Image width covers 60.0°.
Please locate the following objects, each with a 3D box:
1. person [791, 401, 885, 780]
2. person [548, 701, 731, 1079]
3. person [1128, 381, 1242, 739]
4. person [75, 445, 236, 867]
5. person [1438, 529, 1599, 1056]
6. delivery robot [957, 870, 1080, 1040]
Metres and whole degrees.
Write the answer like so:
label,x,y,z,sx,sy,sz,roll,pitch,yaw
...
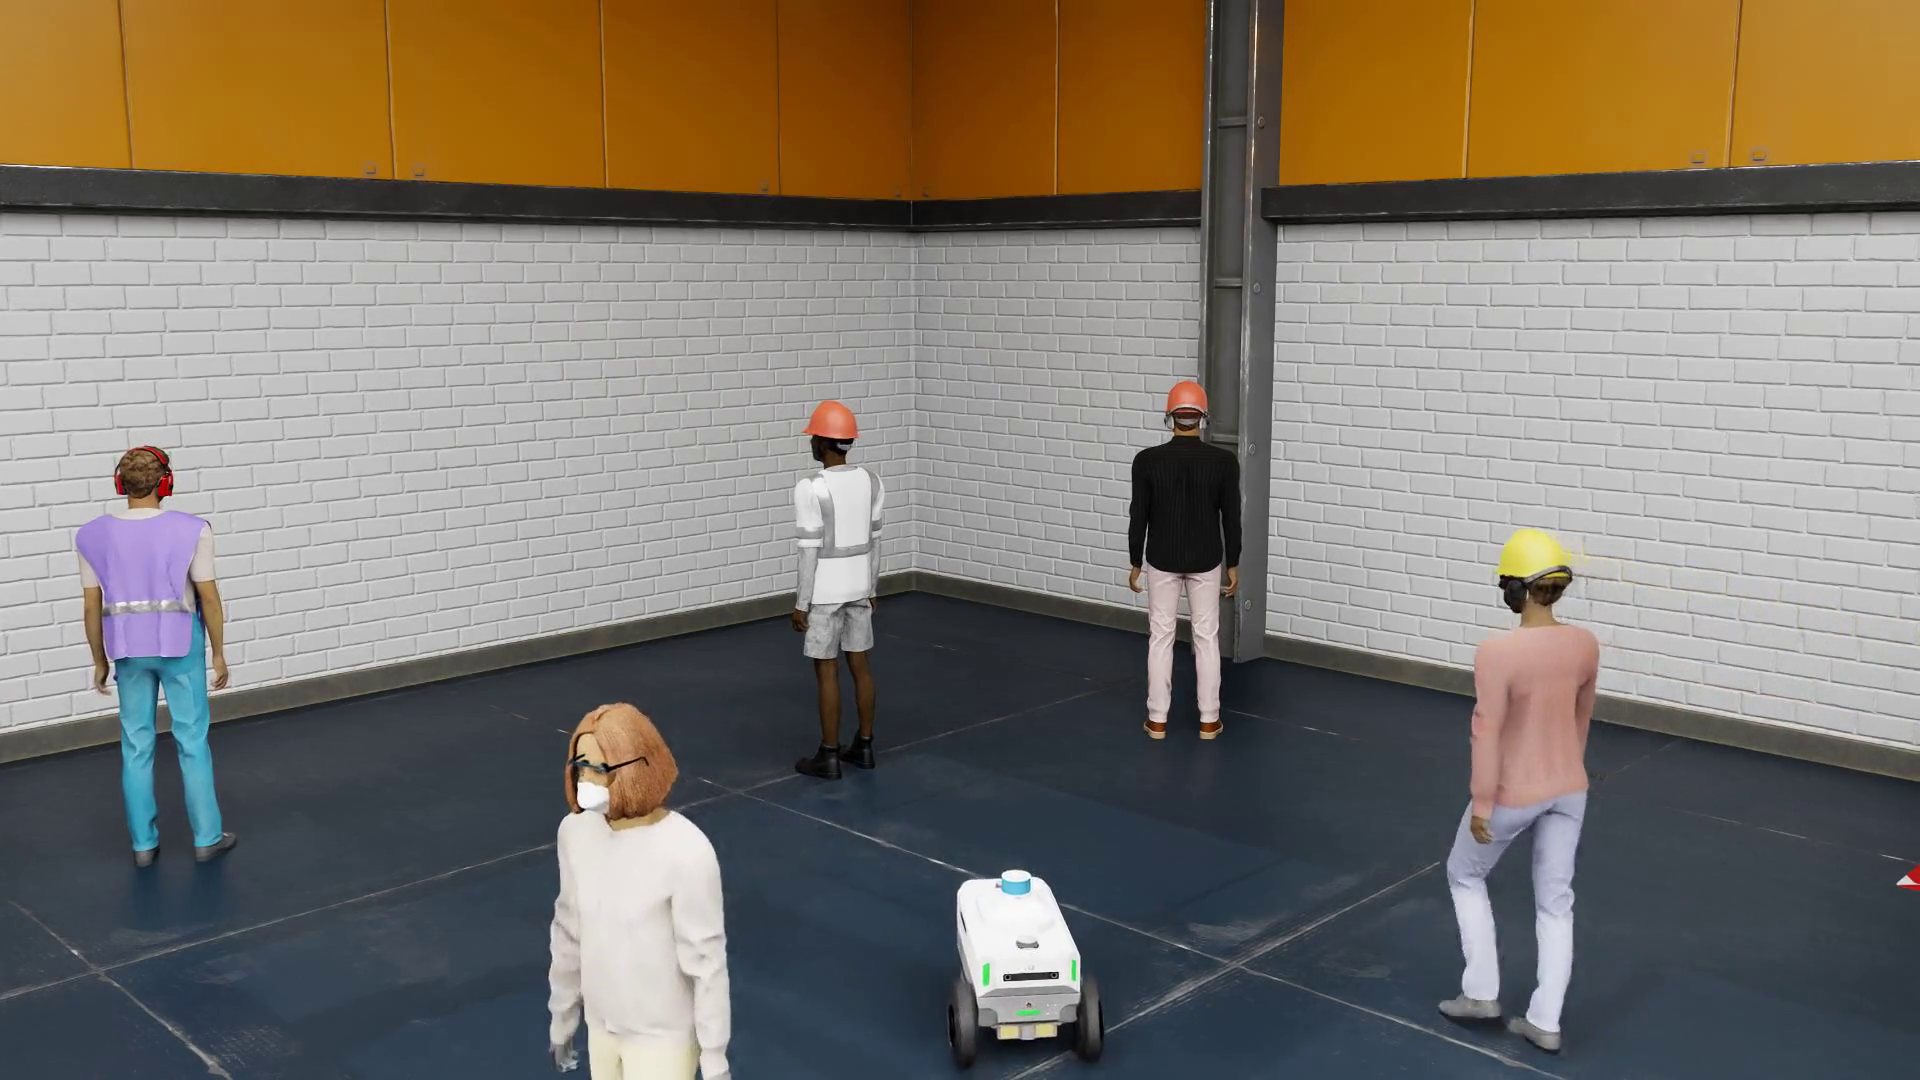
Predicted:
label,x,y,z,sx,sy,sz,roll,pitch,yaw
person,-0.641,0.256,8.545,0.550,1.942,0.346,-9,13,-44
person,-0.771,1.174,3.877,0.530,1.620,0.341,7,12,37
person,1.245,0.117,9.238,0.625,1.990,0.394,1,9,6
person,-3.505,0.513,7.255,0.563,1.848,0.390,-2,9,-10
person,1.882,0.828,5.618,0.542,1.742,0.586,-4,10,-21
delivery robot,0.190,1.370,5.668,0.477,0.478,0.707,-1,9,-6
